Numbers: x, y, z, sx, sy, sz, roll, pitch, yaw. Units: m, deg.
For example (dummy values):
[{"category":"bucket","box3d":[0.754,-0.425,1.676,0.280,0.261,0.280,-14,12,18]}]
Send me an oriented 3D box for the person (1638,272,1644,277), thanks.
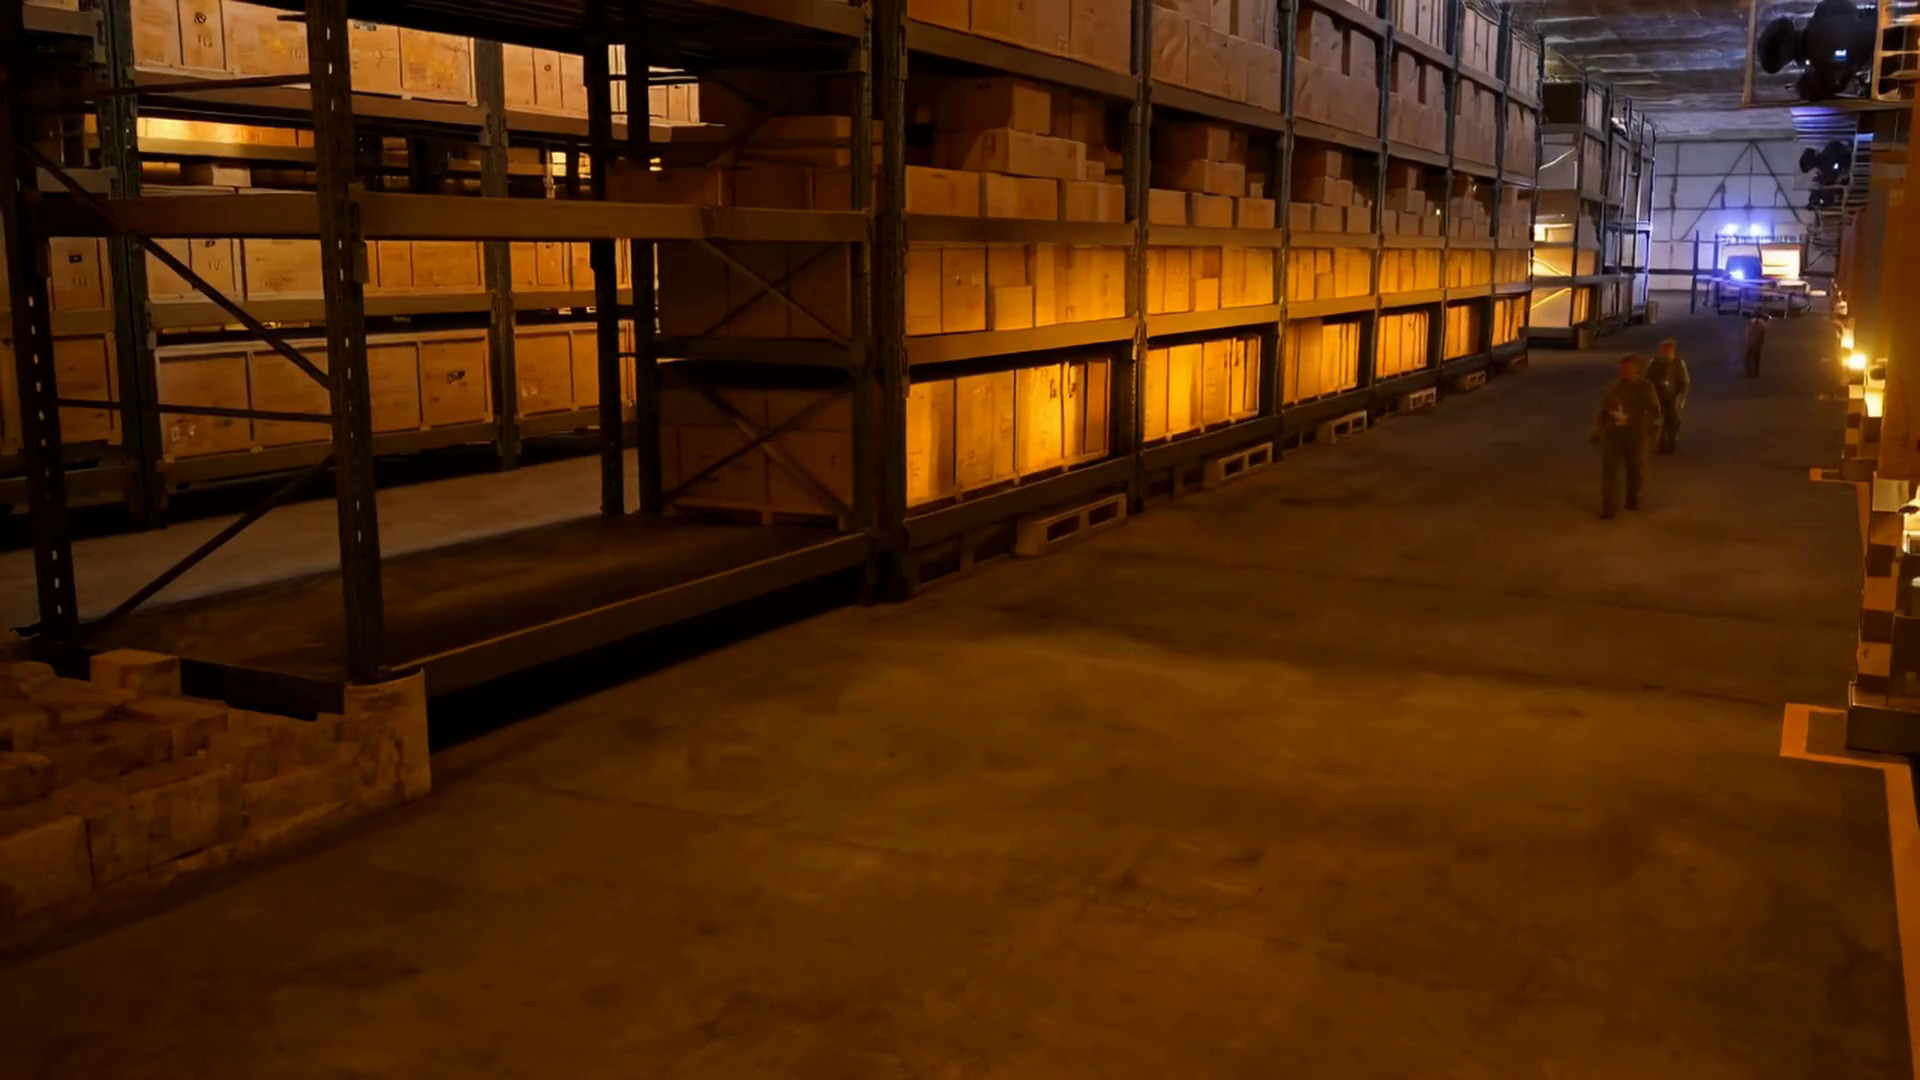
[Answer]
[{"category":"person","box3d":[36.363,-13.971,88.851,0.509,1.629,0.317,2,10,13]}]
